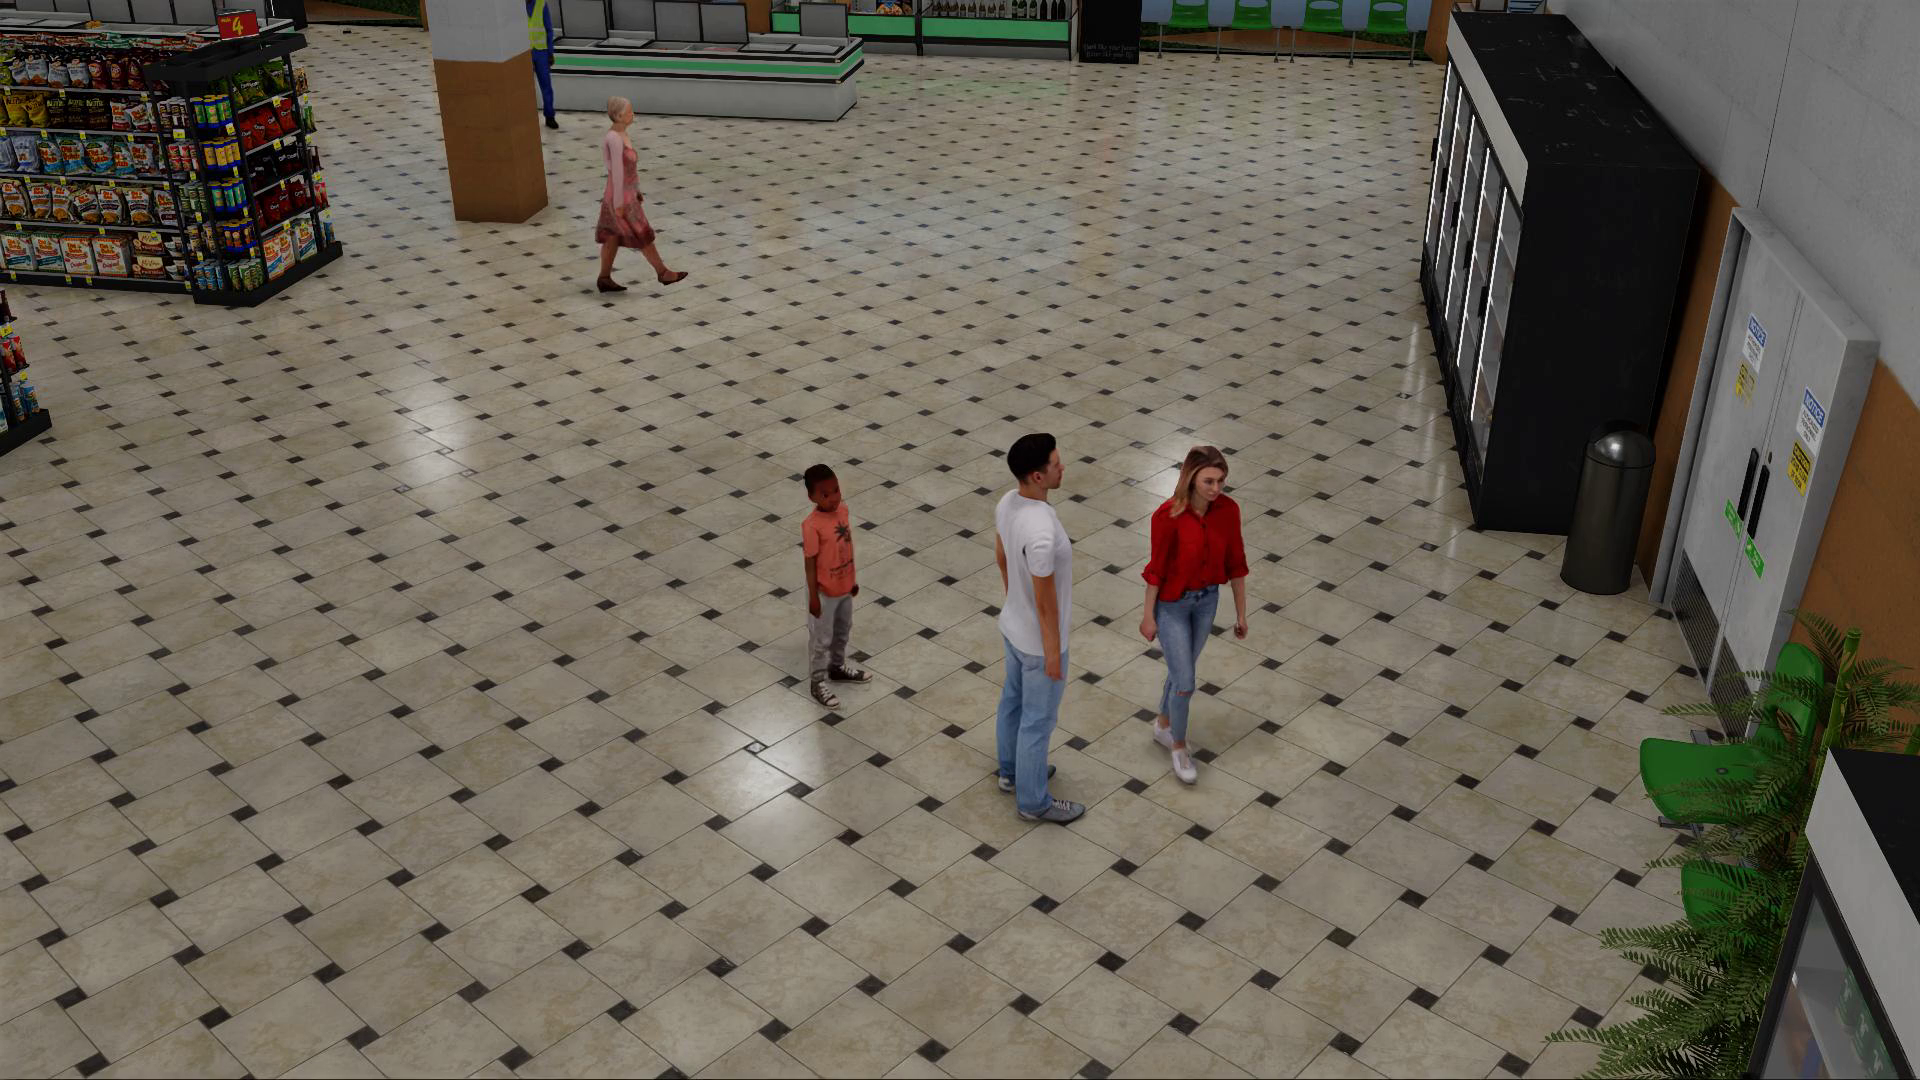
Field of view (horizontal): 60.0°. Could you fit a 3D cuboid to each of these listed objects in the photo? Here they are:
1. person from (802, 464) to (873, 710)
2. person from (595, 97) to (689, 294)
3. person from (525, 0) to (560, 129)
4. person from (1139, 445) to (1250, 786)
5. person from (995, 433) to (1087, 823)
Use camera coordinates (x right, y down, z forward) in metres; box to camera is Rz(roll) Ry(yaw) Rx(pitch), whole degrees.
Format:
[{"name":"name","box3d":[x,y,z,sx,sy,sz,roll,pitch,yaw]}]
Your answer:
[{"name":"person","box3d":[-0.655,0.204,8.386,0.603,1.309,0.606,16,31,29]},{"name":"person","box3d":[-2.944,-2.873,14.072,1.108,1.656,0.908,-7,28,-14]},{"name":"person","box3d":[-5.035,-5.765,19.603,0.688,1.810,0.796,-11,29,-21]},{"name":"person","box3d":[1.021,0.287,7.807,0.814,1.685,0.875,-15,30,-26]},{"name":"person","box3d":[0.324,0.390,7.406,0.743,1.866,0.759,-8,28,-15]}]
